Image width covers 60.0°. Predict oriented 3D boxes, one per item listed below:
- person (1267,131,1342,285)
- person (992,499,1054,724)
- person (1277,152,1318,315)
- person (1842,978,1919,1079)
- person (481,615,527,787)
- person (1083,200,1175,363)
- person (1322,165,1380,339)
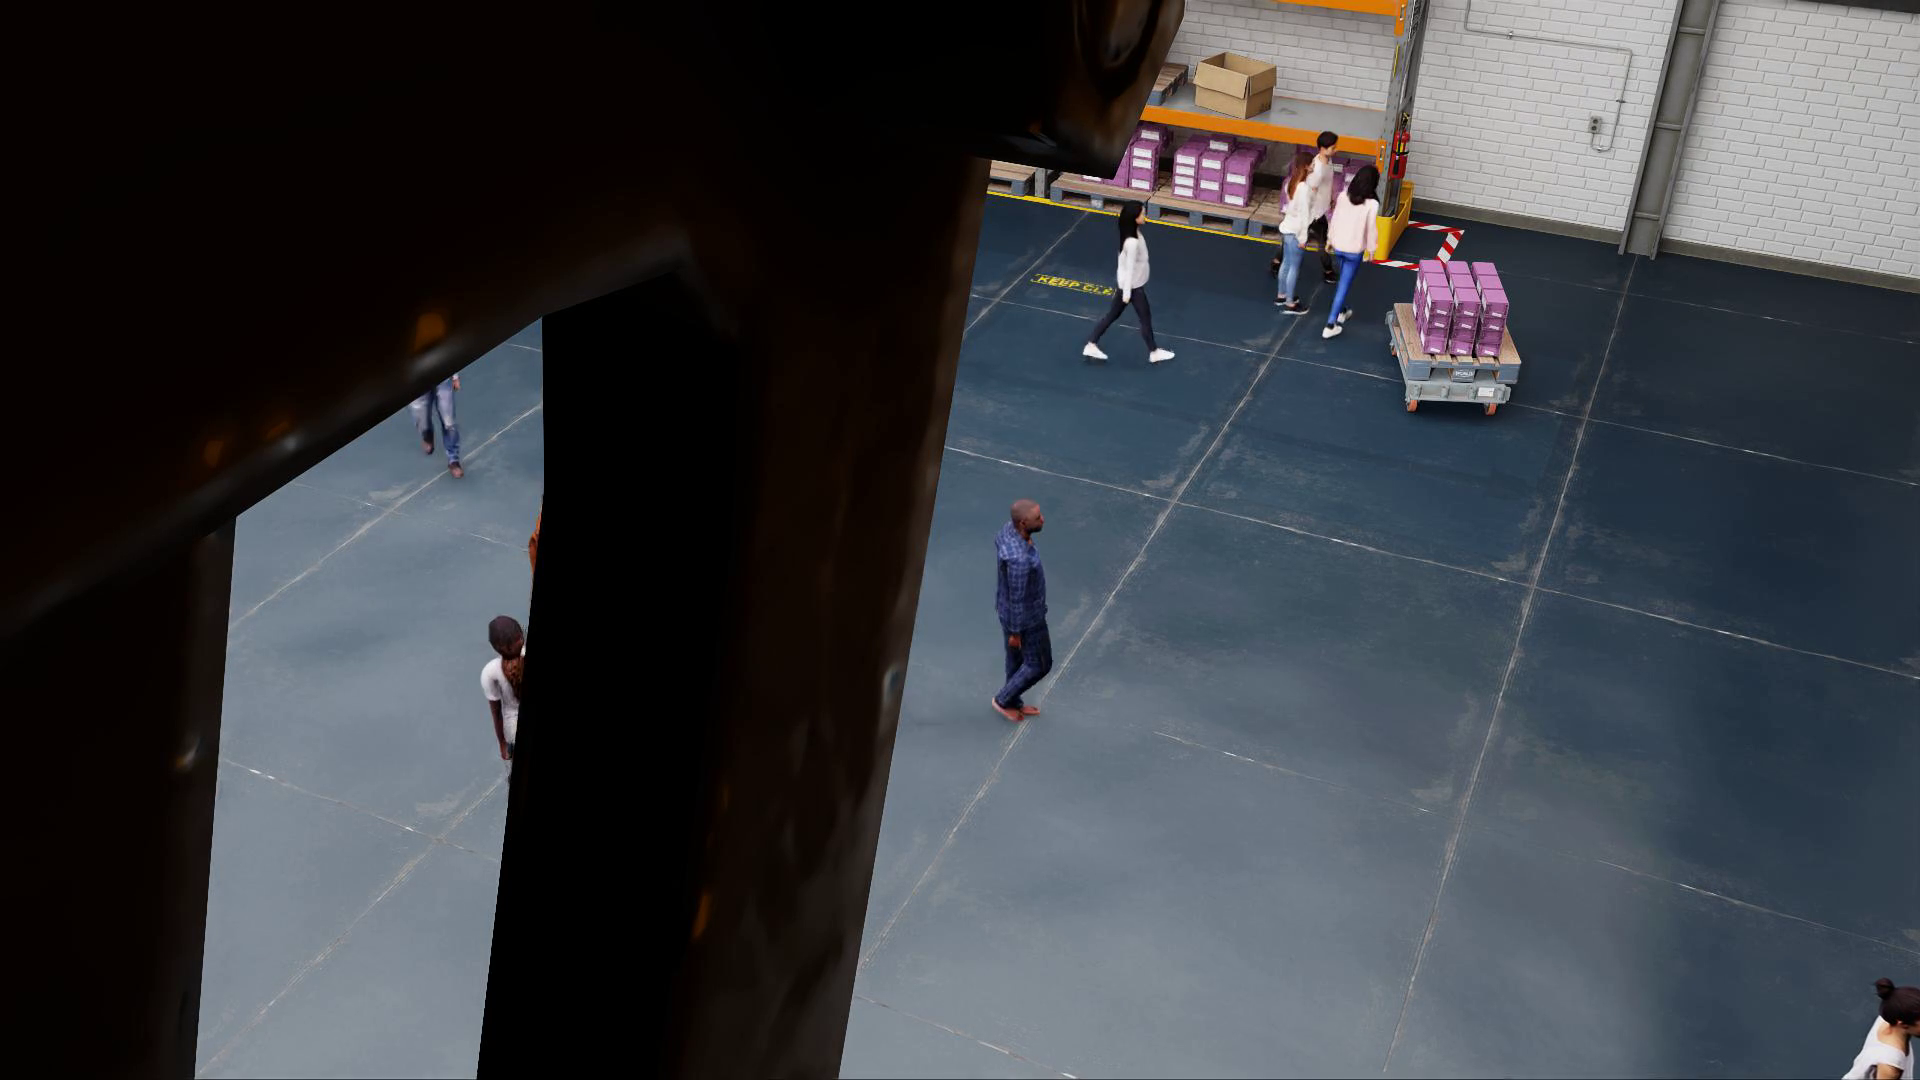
[{"bbox_3d":[3.653,-3.503,17.525,1.145,1.674,0.763,8,34,12],"label":"person"},{"bbox_3d":[0.329,0.494,11.389,0.820,1.808,0.792,-3,34,-4],"label":"person"},{"bbox_3d":[3.415,-3.146,16.968,0.759,1.695,0.746,0,34,0],"label":"person"},{"bbox_3d":[4.428,2.770,8.147,0.515,1.607,0.561,14,36,20],"label":"person"},{"bbox_3d":[-2.650,1.250,10.378,1.035,1.669,1.255,-19,38,-26],"label":"person"},{"bbox_3d":[1.538,-2.432,15.931,1.212,1.655,0.967,-1,34,-1],"label":"person"},{"bbox_3d":[3.789,-2.829,16.454,0.905,1.738,0.895,-26,41,-33],"label":"person"}]
